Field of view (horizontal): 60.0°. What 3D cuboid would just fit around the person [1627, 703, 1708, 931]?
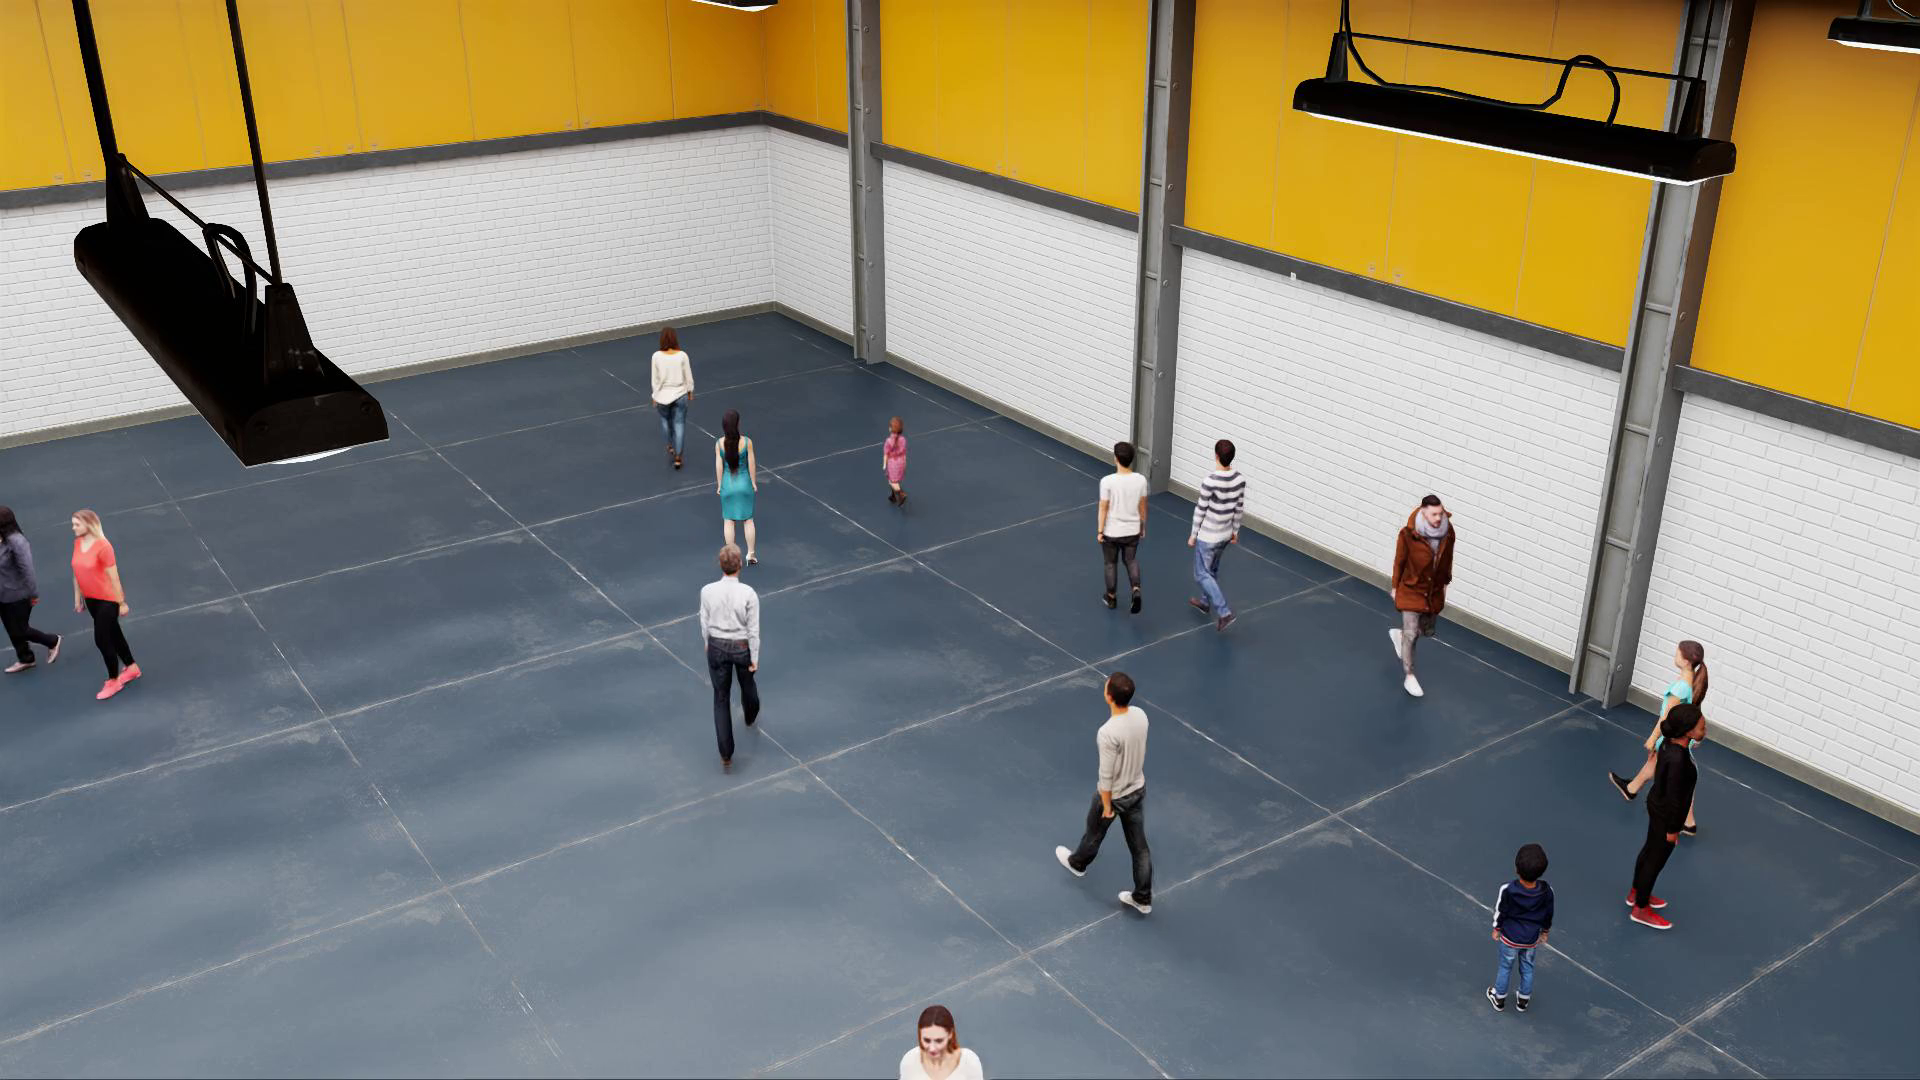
[{"bbox_3d":[4.825,1.861,11.380,0.710,1.675,0.670,6,24,14],"label":"person"}]

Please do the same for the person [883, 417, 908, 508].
[{"bbox_3d":[-0.709,-0.847,18.404,0.430,1.011,0.635,-14,27,-30],"label":"person"}]

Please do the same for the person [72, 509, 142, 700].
[{"bbox_3d":[-7.377,0.501,14.492,0.827,1.676,0.851,12,26,25],"label":"person"}]

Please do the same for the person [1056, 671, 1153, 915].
[{"bbox_3d":[1.184,1.773,11.468,0.720,1.767,1.115,-19,30,-37],"label":"person"}]

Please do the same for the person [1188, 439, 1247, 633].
[{"bbox_3d":[2.413,-0.020,15.495,0.665,1.827,1.043,-15,28,-30],"label":"person"}]

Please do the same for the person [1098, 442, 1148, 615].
[{"bbox_3d":[1.557,-0.085,15.793,0.824,1.706,0.995,-6,24,-14],"label":"person"}]

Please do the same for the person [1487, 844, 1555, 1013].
[{"bbox_3d":[3.562,2.464,10.568,0.596,1.220,0.647,3,24,6],"label":"person"}]

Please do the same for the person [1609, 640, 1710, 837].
[{"bbox_3d":[5.429,1.499,12.398,0.637,1.522,1.022,-20,30,-38],"label":"person"}]

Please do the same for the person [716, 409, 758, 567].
[{"bbox_3d":[-2.259,-0.524,16.816,0.622,1.691,0.630,-2,24,-5],"label":"person"}]

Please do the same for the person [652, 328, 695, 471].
[{"bbox_3d":[-3.358,-1.624,19.371,0.897,1.660,1.022,-2,24,-5],"label":"person"}]

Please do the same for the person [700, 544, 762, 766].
[{"bbox_3d":[-1.864,0.938,13.368,1.099,1.774,1.287,0,24,0],"label":"person"}]

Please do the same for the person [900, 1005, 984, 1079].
[{"bbox_3d":[-0.074,3.076,8.625,1.034,1.655,1.199,0,24,0],"label":"person"}]

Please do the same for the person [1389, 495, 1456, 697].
[{"bbox_3d":[3.971,0.419,14.499,0.924,1.820,1.108,-6,24,-13],"label":"person"}]

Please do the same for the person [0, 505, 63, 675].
[{"bbox_3d":[-8.336,0.432,14.764,0.814,1.584,0.862,15,28,31],"label":"person"}]
